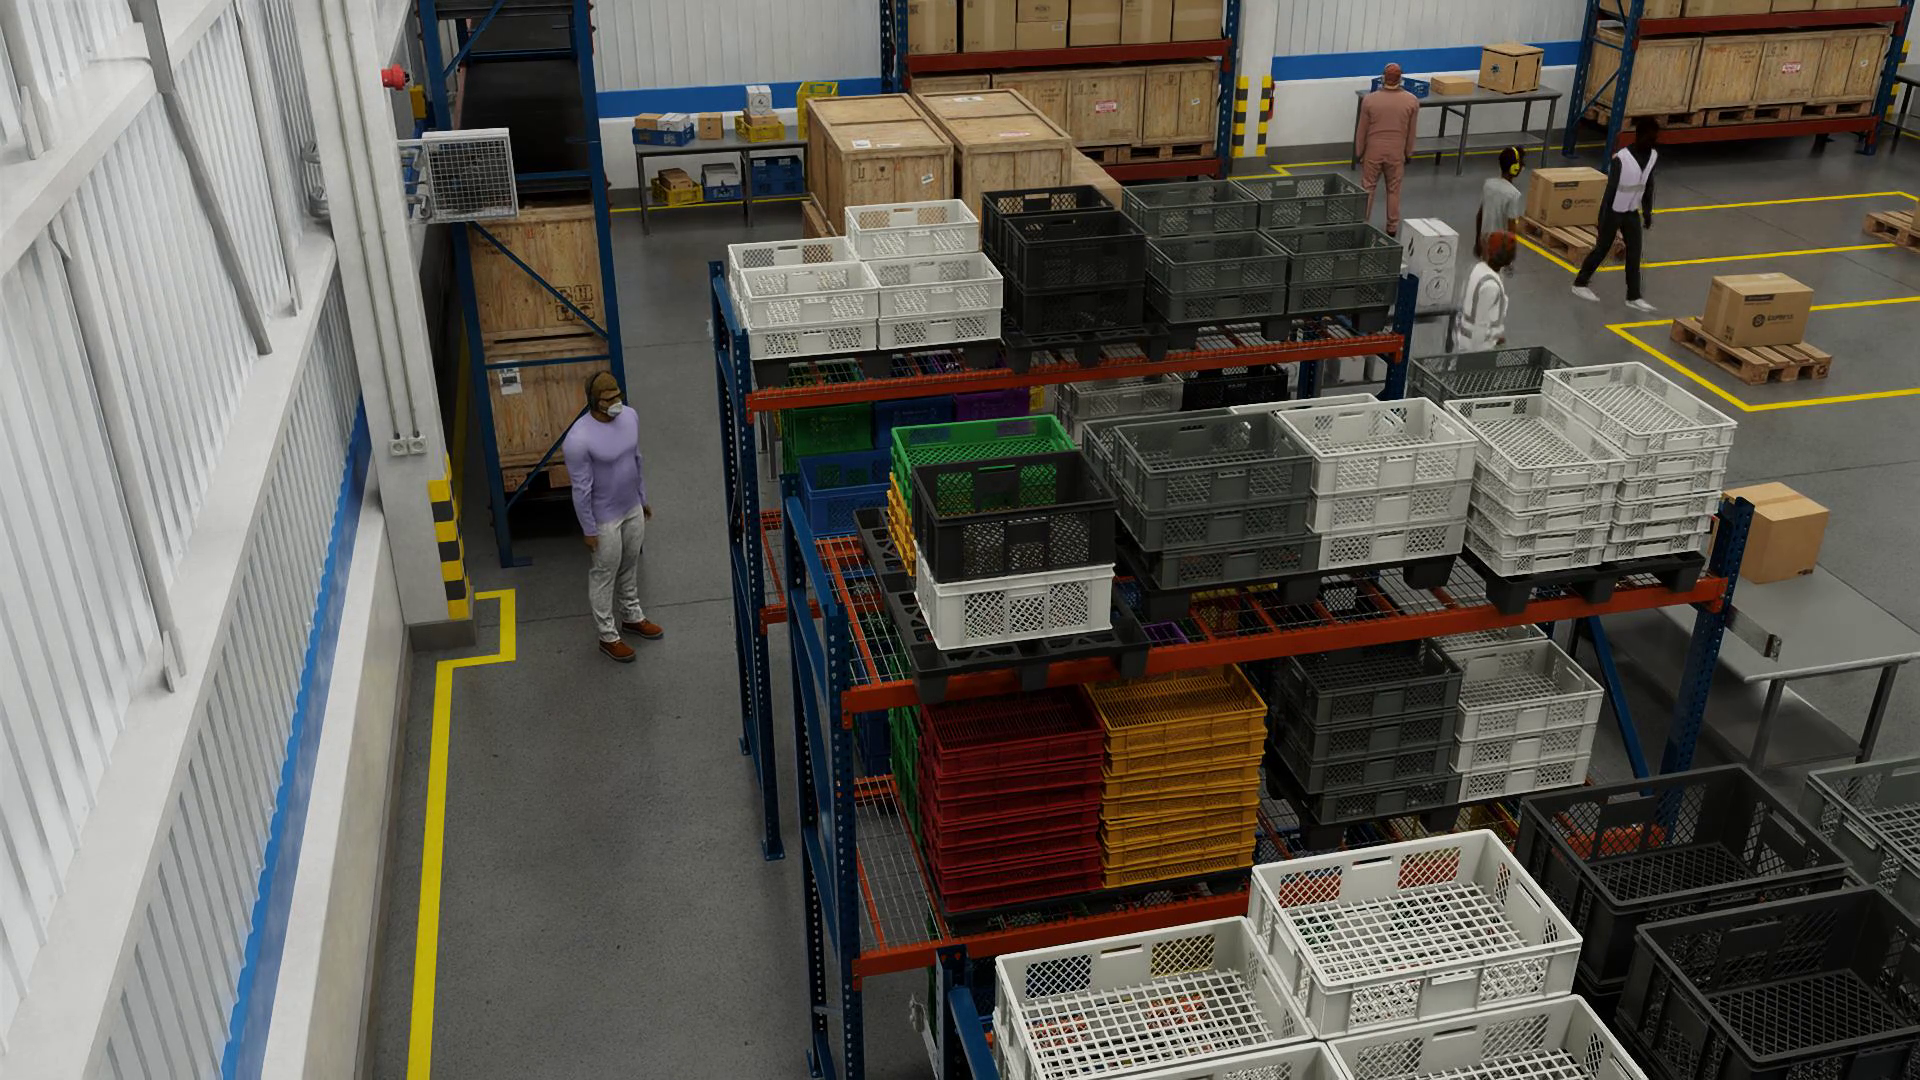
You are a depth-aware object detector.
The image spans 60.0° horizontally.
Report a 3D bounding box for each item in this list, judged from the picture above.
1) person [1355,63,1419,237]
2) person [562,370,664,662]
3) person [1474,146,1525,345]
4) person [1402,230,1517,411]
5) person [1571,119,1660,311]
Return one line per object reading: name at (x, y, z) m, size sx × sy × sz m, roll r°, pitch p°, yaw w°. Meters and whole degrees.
person at (4.722, -4.337, 18.517) m, size 0.651 × 1.900 × 0.399 m, roll 3°, pitch 28°, yaw 6°
person at (-2.195, -0.171, 10.567) m, size 0.369 × 1.939 × 0.631 m, roll 14°, pitch 31°, yaw 24°
person at (5.015, -2.744, 15.526) m, size 0.331 × 1.867 × 0.533 m, roll -10°, pitch 29°, yaw -18°
person at (4.082, -1.605, 13.383) m, size 0.888 × 1.858 × 0.583 m, roll 3°, pitch 28°, yaw 5°
person at (6.603, -3.225, 16.440) m, size 0.621 × 1.891 × 0.745 m, roll -15°, pitch 31°, yaw -27°
